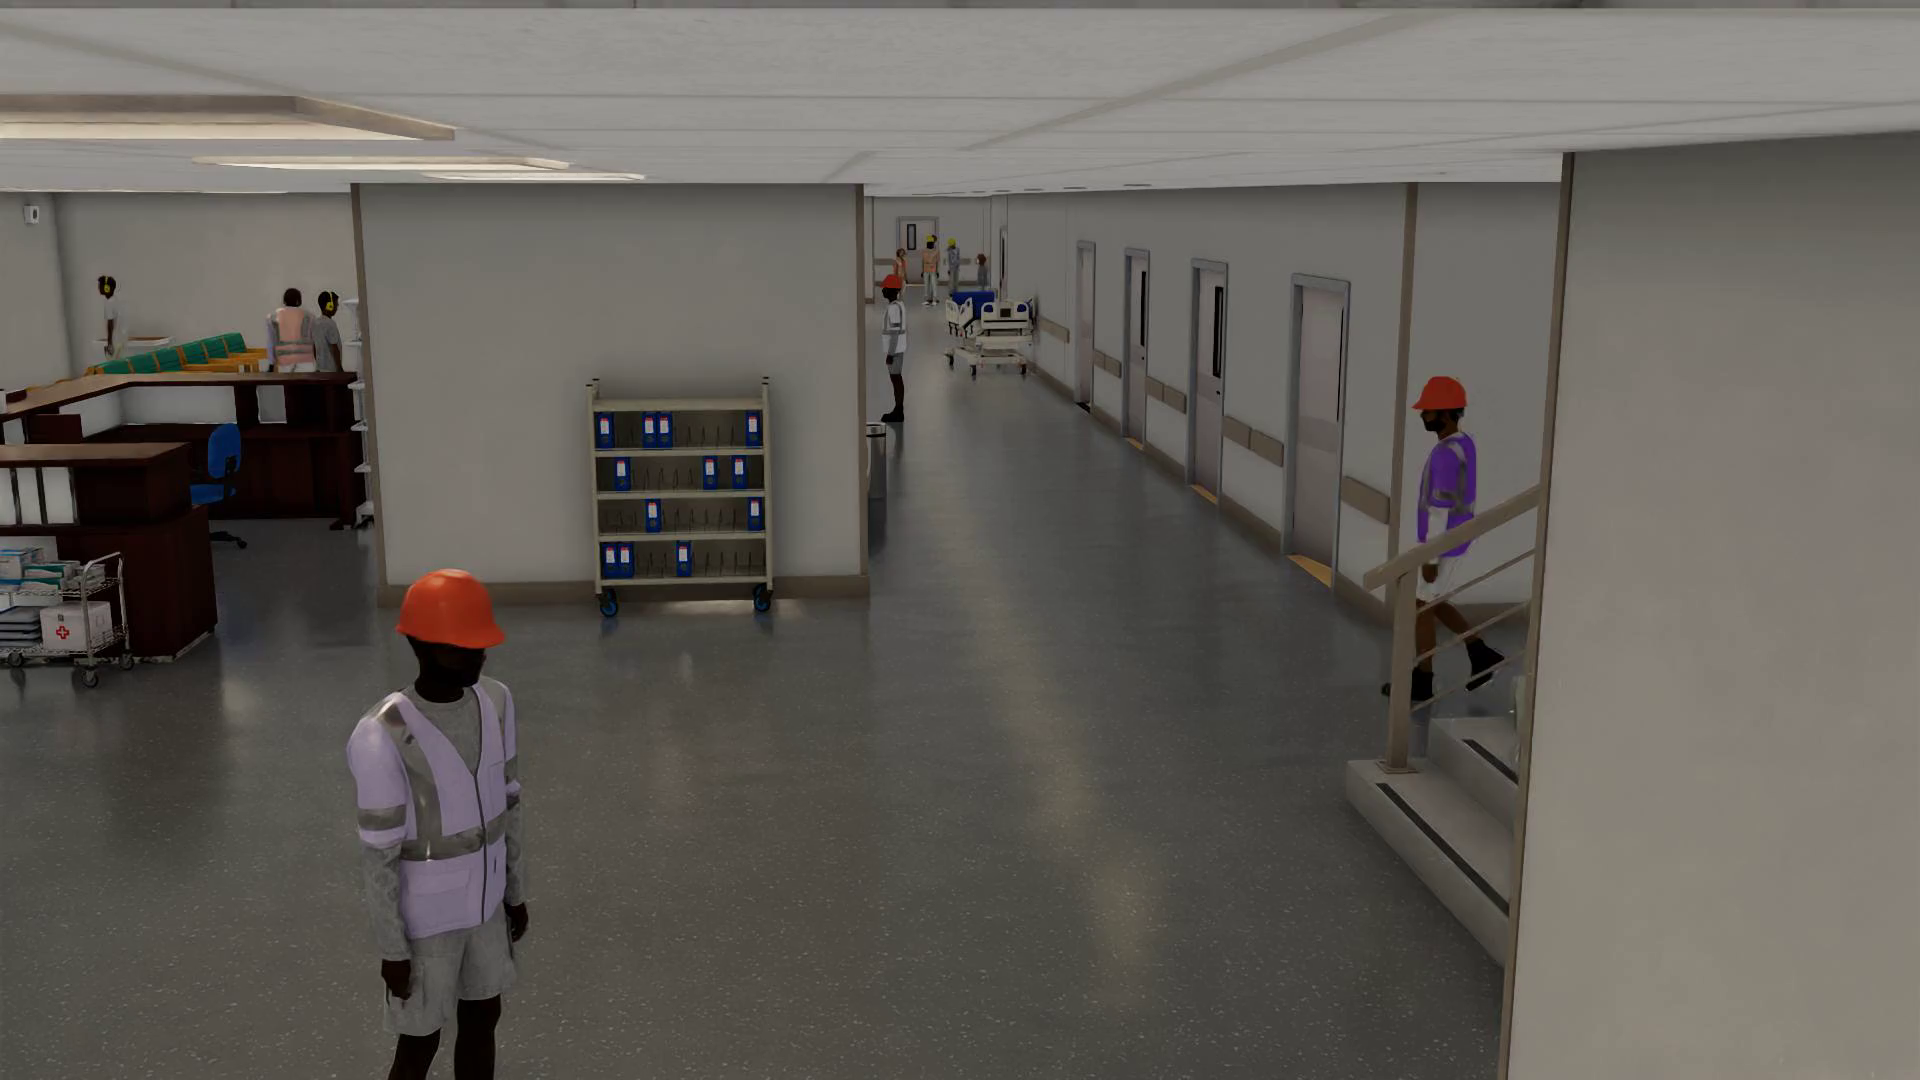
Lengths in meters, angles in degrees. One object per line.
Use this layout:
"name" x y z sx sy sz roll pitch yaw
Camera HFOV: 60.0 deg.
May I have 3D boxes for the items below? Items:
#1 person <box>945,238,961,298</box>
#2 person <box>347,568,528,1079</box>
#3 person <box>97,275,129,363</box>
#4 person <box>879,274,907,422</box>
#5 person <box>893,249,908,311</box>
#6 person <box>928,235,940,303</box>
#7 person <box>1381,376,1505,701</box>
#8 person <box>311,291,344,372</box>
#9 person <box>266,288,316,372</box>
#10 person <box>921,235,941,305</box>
"person" -0.147 -8.178 49.966 0.740 1.784 0.431 -11 16 -43
"person" -1.408 1.020 4.667 0.399 1.928 0.542 6 13 28
"person" -12.008 -2.830 23.664 0.502 1.859 0.536 -1 12 -5
"person" -0.887 -2.524 21.940 0.353 1.942 0.543 1 12 5
"person" -1.571 -6.857 43.852 0.305 1.639 0.522 8 14 36
"person" -0.800 -7.683 47.199 0.388 1.927 0.640 2 12 9
"person" 2.819 0.011 9.606 0.569 1.919 0.575 6 13 29
"person" -7.316 -1.958 19.368 0.515 1.865 0.329 10 15 39
"person" -8.390 -2.285 21.100 0.646 1.805 0.850 -2 12 -9
"person" -0.827 -7.478 46.181 0.585 1.929 0.370 6 13 27
